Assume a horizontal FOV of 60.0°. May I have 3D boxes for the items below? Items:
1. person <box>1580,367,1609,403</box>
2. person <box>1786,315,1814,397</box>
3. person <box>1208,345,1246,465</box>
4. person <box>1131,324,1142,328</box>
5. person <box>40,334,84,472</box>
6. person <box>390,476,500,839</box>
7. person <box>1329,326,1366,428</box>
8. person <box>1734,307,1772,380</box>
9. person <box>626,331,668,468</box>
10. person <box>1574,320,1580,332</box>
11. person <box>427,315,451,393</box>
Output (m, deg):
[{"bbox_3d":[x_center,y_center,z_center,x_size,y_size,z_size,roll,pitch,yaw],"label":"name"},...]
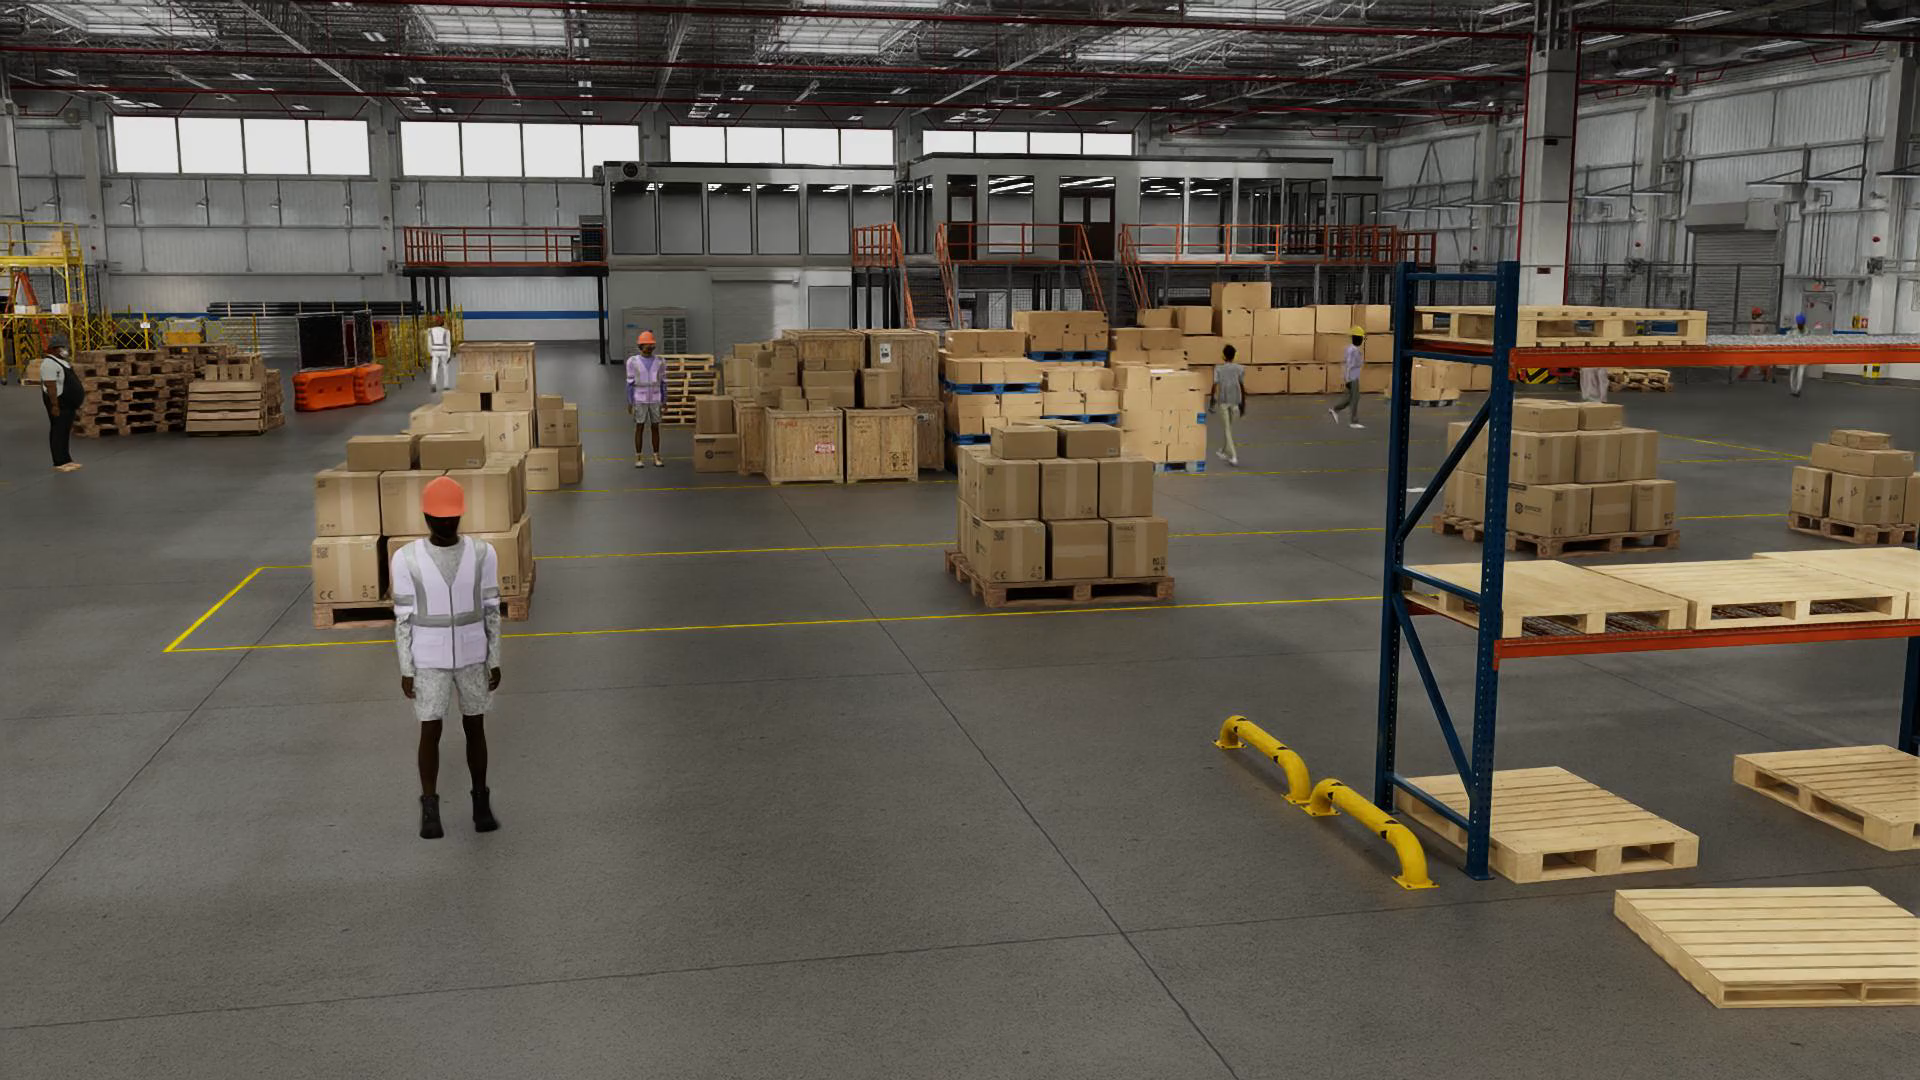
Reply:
[{"bbox_3d":[9.856,-2.190,25.837,0.371,1.939,0.629,-2,9,-9],"label":"person"},{"bbox_3d":[19.575,-4.302,38.849,0.638,1.900,1.005,6,11,31],"label":"person"},{"bbox_3d":[4.112,-2.081,25.571,0.493,1.815,0.995,-2,9,-11],"label":"person"},{"bbox_3d":[3.752,-3.584,34.680,0.535,1.822,0.642,5,11,28],"label":"person"},{"bbox_3d":[-13.224,-2.031,24.555,0.536,2.000,0.684,-2,10,-12],"label":"person"},{"bbox_3d":[-2.687,0.620,8.758,0.540,1.929,0.391,-4,10,-25],"label":"person"},{"bbox_3d":[7.340,-3.068,31.307,0.661,1.908,0.587,5,10,26],"label":"person"},{"bbox_3d":[21.076,-5.169,43.965,0.993,1.959,0.611,8,13,42],"label":"person"},{"bbox_3d":[-4.683,-2.097,24.936,0.615,2.047,0.357,-4,10,-22],"label":"person"},{"bbox_3d":[17.485,-5.764,47.785,0.391,1.894,0.658,-7,12,-37],"label":"person"},{"bbox_3d":[-12.532,-4.479,40.026,0.575,1.863,0.864,-1,9,-4],"label":"person"}]
